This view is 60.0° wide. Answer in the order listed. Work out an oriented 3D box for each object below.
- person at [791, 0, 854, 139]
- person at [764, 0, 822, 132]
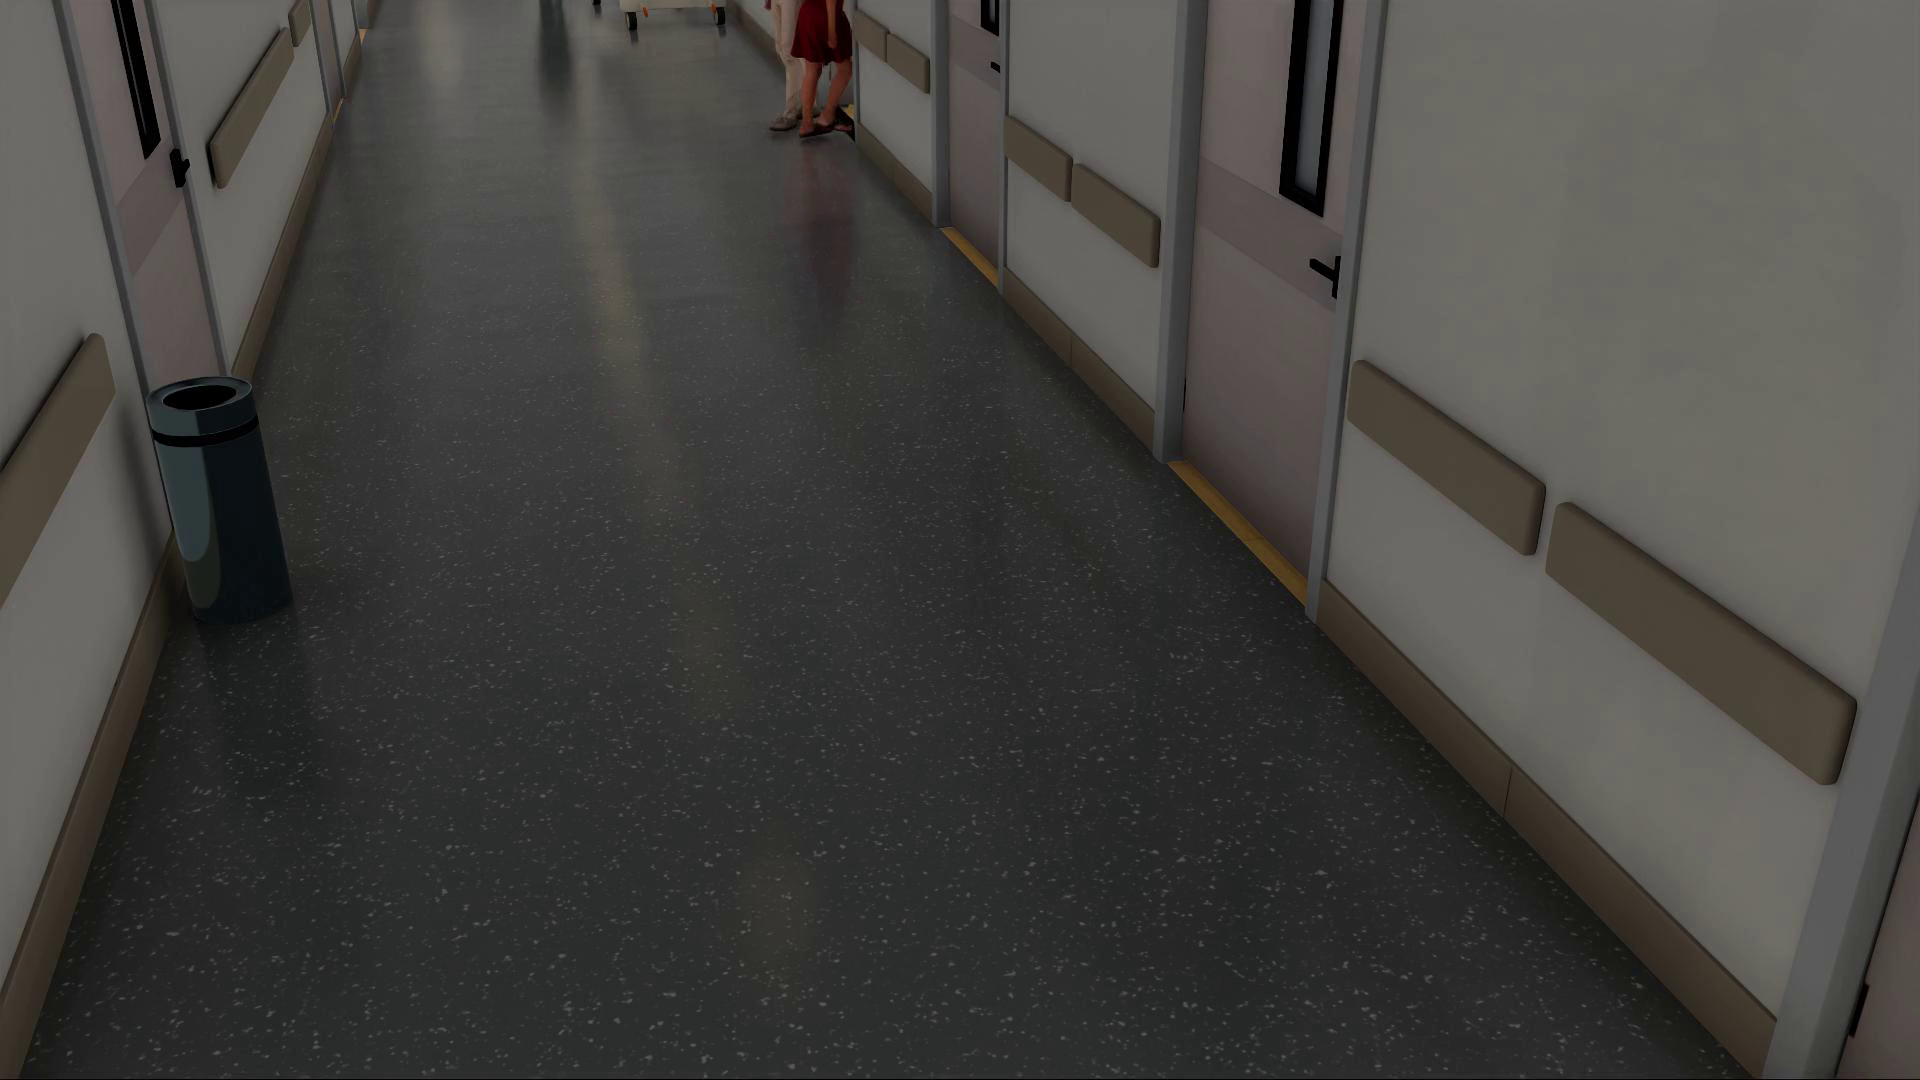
[{"bbox_3d":[-0.965,-3.447,11.111,0.730,1.535,0.724,-15,30,-29],"label":"person"},{"bbox_3d":[-1.144,-3.758,11.421,0.765,1.834,0.813,-8,27,-16],"label":"person"}]
